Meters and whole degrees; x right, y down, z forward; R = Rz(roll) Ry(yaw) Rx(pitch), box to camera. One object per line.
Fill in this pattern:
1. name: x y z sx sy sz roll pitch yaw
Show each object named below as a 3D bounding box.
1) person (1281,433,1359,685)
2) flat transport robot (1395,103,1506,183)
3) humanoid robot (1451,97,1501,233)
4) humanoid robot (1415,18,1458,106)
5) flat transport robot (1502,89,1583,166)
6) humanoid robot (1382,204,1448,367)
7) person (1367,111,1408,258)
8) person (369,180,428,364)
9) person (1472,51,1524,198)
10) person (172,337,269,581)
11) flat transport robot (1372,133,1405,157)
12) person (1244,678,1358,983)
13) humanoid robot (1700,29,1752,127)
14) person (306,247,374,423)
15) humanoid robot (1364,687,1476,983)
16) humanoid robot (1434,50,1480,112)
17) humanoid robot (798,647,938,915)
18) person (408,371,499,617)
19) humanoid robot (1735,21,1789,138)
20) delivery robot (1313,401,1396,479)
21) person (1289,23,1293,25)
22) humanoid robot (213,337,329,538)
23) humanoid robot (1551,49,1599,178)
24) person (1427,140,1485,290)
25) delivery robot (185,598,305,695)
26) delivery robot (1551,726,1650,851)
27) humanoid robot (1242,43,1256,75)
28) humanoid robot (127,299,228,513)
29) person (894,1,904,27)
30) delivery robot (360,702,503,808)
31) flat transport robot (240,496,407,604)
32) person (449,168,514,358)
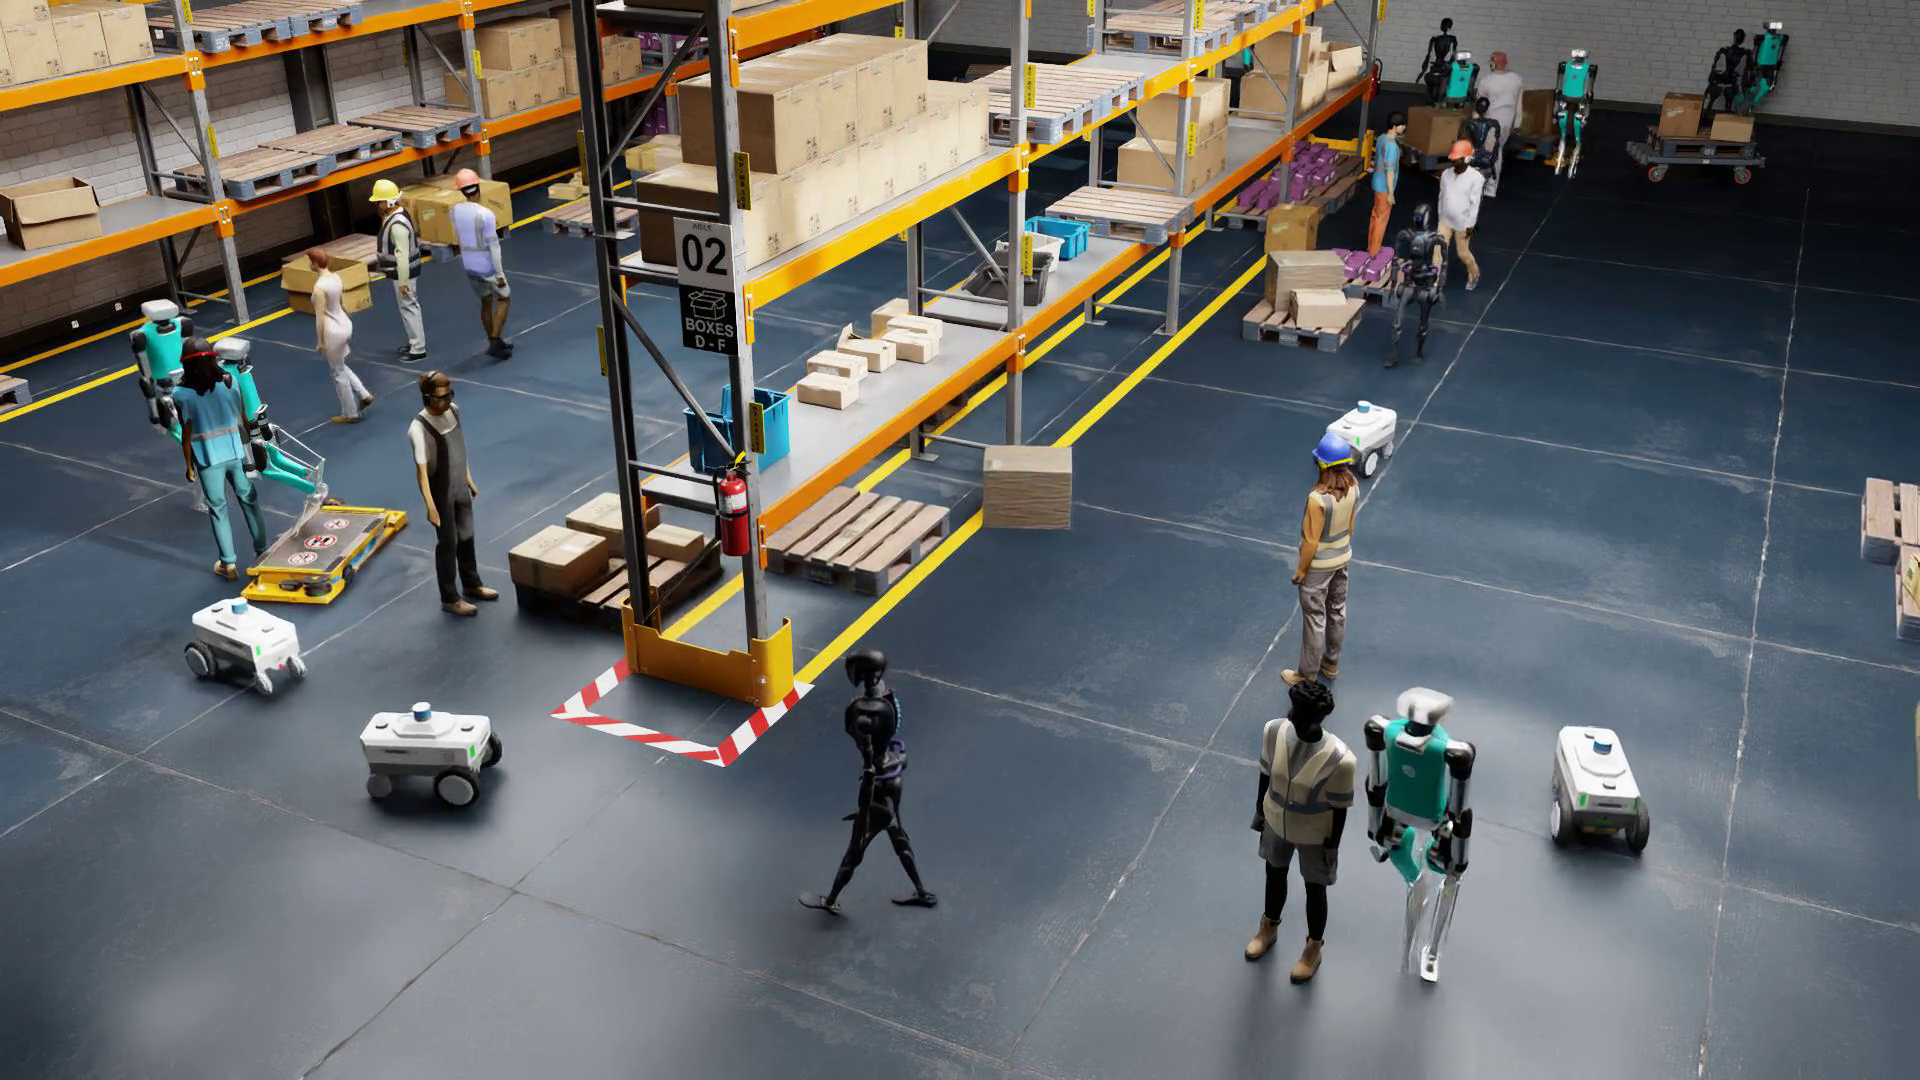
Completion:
1. person: 2.349 0.142 10.789 0.468 1.778 0.310 -20 33 -34
2. flat transport robot: 6.829 -5.237 23.356 0.659 0.231 1.431 -6 27 -12
3. humanoid robot: 6.350 -4.634 20.545 0.601 1.653 0.326 -1 26 -2
4. humanoid robot: 7.415 -7.281 25.903 0.607 1.651 0.356 -11 28 -21
5. flat transport robot: 8.282 -5.691 24.274 1.431 0.231 0.659 21 33 36
6. humanoid robot: 4.460 -2.463 16.188 0.593 1.633 0.639 14 30 27
7. person: 4.990 -4.129 19.444 0.343 1.758 0.500 0 26 0
8. person: -5.509 -2.646 16.379 0.403 1.824 0.598 -8 27 -16
9. person: 7.111 -5.548 22.177 0.647 1.872 0.682 -8 27 -15
10. person: -5.402 -0.593 12.177 0.517 1.866 0.391 -20 33 -34
11. flat transport robot: 6.734 -5.673 24.238 0.659 0.231 1.431 -19 32 -34
12. person: 1.690 1.425 8.295 0.534 1.692 0.319 22 34 37
13. humanoid robot: 11.541 -6.882 25.100 0.613 1.647 0.463 2 26 5
14. person: -5.638 -1.825 14.913 0.356 1.646 0.443 2 26 4
15. humanoid robot: 2.323 1.465 8.243 0.562 1.862 0.756 20 33 35
16. humanoid robot: 6.777 -5.965 23.203 0.534 1.792 0.808 -4 27 -9
17. humanoid robot: -0.492 1.257 8.682 0.738 1.626 0.610 2 26 5
18. person: -3.594 -0.331 11.686 0.356 1.834 0.514 8 27 16
19. humanoid robot: 12.014 -6.944 25.168 0.530 1.819 0.621 -4 27 -8
20. delivery robot: 3.414 -0.877 14.244 0.499 0.610 0.788 21 33 36
21. person: 5.279 -8.287 27.668 0.690 1.907 0.547 16 31 29
22. humanoid robot: -5.053 -0.705 12.397 0.735 1.677 0.533 -2 26 -4
23. humanoid robot: 8.527 -5.918 23.096 0.537 1.818 0.640 16 31 29
24. person: 5.472 -3.535 18.267 0.762 1.726 0.558 -21 33 -36
25. delivery robot: -4.777 0.661 11.111 0.765 0.585 0.499 15 30 28
26. delivery robot: 3.671 1.420 9.603 0.499 0.609 0.805 4 27 7
27. humanoid robot: 4.547 -6.850 25.082 0.698 1.905 0.548 -1 26 -2
28. humanoid robot: -6.068 -0.970 13.177 0.635 1.871 0.546 14 30 26
29. person: -1.001 -9.504 30.221 0.366 1.829 0.503 12 29 23
30. delivery robot: -3.158 1.255 9.934 0.807 0.606 0.499 1 26 3
31. flat transport robot: -4.813 0.071 12.635 0.659 0.231 1.431 3 26 6
32. person: -4.686 -2.721 16.423 0.576 1.908 0.447 13 29 24
